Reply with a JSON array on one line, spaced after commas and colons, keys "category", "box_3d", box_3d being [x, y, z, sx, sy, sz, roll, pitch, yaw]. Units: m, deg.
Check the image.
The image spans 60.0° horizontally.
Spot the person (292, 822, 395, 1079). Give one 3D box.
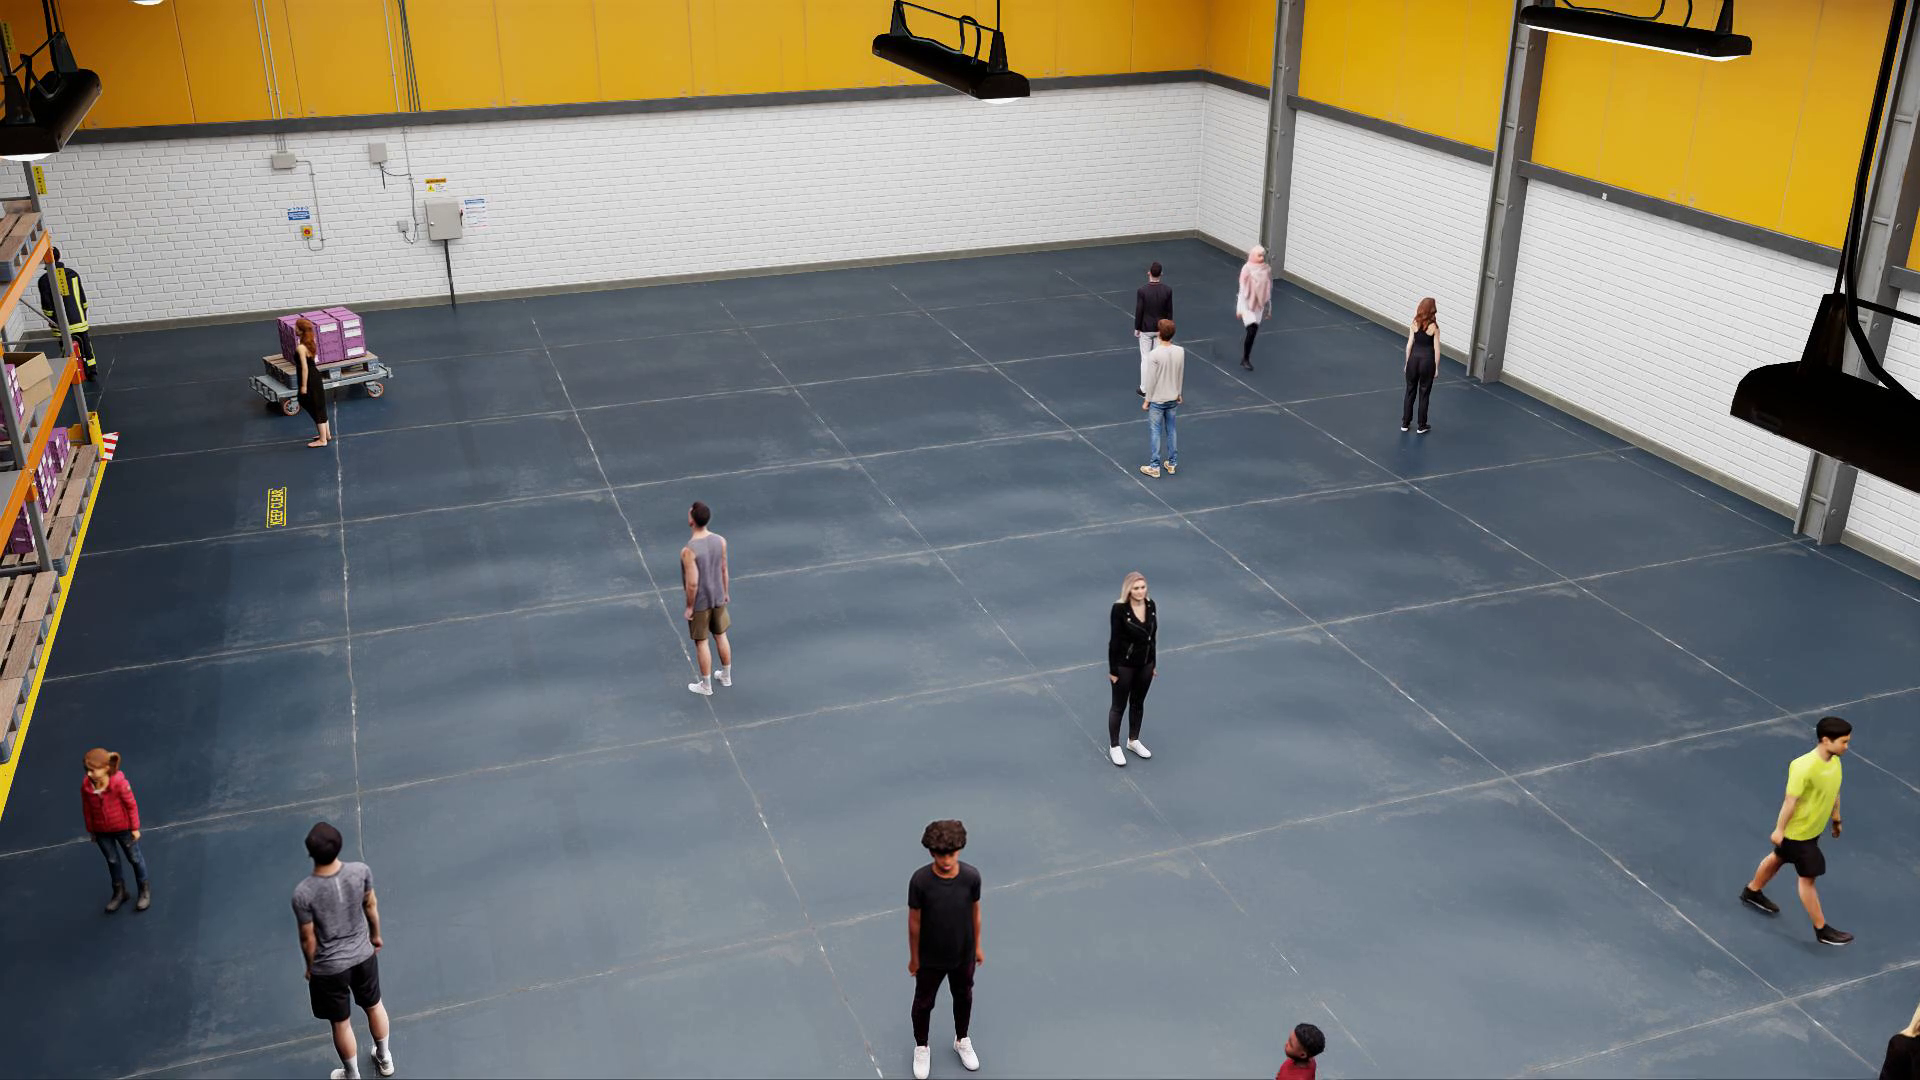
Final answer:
[{"category": "person", "box_3d": [-3.745, 2.530, 10.108, 0.714, 1.871, 0.736, 22, 32, 40]}]

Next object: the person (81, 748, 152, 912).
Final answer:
[{"category": "person", "box_3d": [-6.041, 2.053, 11.896, 0.565, 1.315, 0.561, -1, 24, -3]}]

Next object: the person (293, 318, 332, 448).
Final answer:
[{"category": "person", "box_3d": [-8.080, -1.968, 20.706, 0.706, 1.624, 0.592, -1, 24, -3]}]

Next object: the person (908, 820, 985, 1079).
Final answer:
[{"category": "person", "box_3d": [-0.088, 2.501, 10.288, 0.647, 1.782, 0.574, -6, 24, -13]}]

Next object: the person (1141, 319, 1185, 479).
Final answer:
[{"category": "person", "box_3d": [2.408, -1.681, 19.704, 0.688, 1.902, 0.582, -11, 26, -23]}]

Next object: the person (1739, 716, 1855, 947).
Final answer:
[{"category": "person", "box_3d": [5.833, 1.965, 11.660, 0.891, 1.663, 1.151, -18, 29, -36]}]

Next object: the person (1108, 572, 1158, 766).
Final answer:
[{"category": "person", "box_3d": [1.416, 1.037, 13.754, 0.630, 1.686, 0.560, -11, 26, -24]}]

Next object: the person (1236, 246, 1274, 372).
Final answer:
[{"category": "person", "box_3d": [4.089, -3.283, 23.510, 0.642, 1.788, 0.645, -9, 25, -19]}]

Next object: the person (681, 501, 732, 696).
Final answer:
[{"category": "person", "box_3d": [-2.270, 0.520, 14.829, 0.715, 1.844, 0.713, 21, 31, 39]}]

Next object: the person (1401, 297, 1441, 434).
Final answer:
[{"category": "person", "box_3d": [5.860, -2.235, 21.165, 0.637, 1.746, 0.722, 14, 27, 29]}]

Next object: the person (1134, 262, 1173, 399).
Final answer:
[{"category": "person", "box_3d": [2.594, -2.837, 22.424, 0.708, 1.842, 0.613, -3, 24, -6]}]

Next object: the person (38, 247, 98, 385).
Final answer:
[{"category": "person", "box_3d": [-12.315, -3.100, 22.921, 0.917, 1.926, 0.897, 15, 28, 30]}]

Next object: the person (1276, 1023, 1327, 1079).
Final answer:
[{"category": "person", "box_3d": [1.941, 3.246, 9.260, 0.825, 1.239, 0.879, 4, 24, 8]}]
